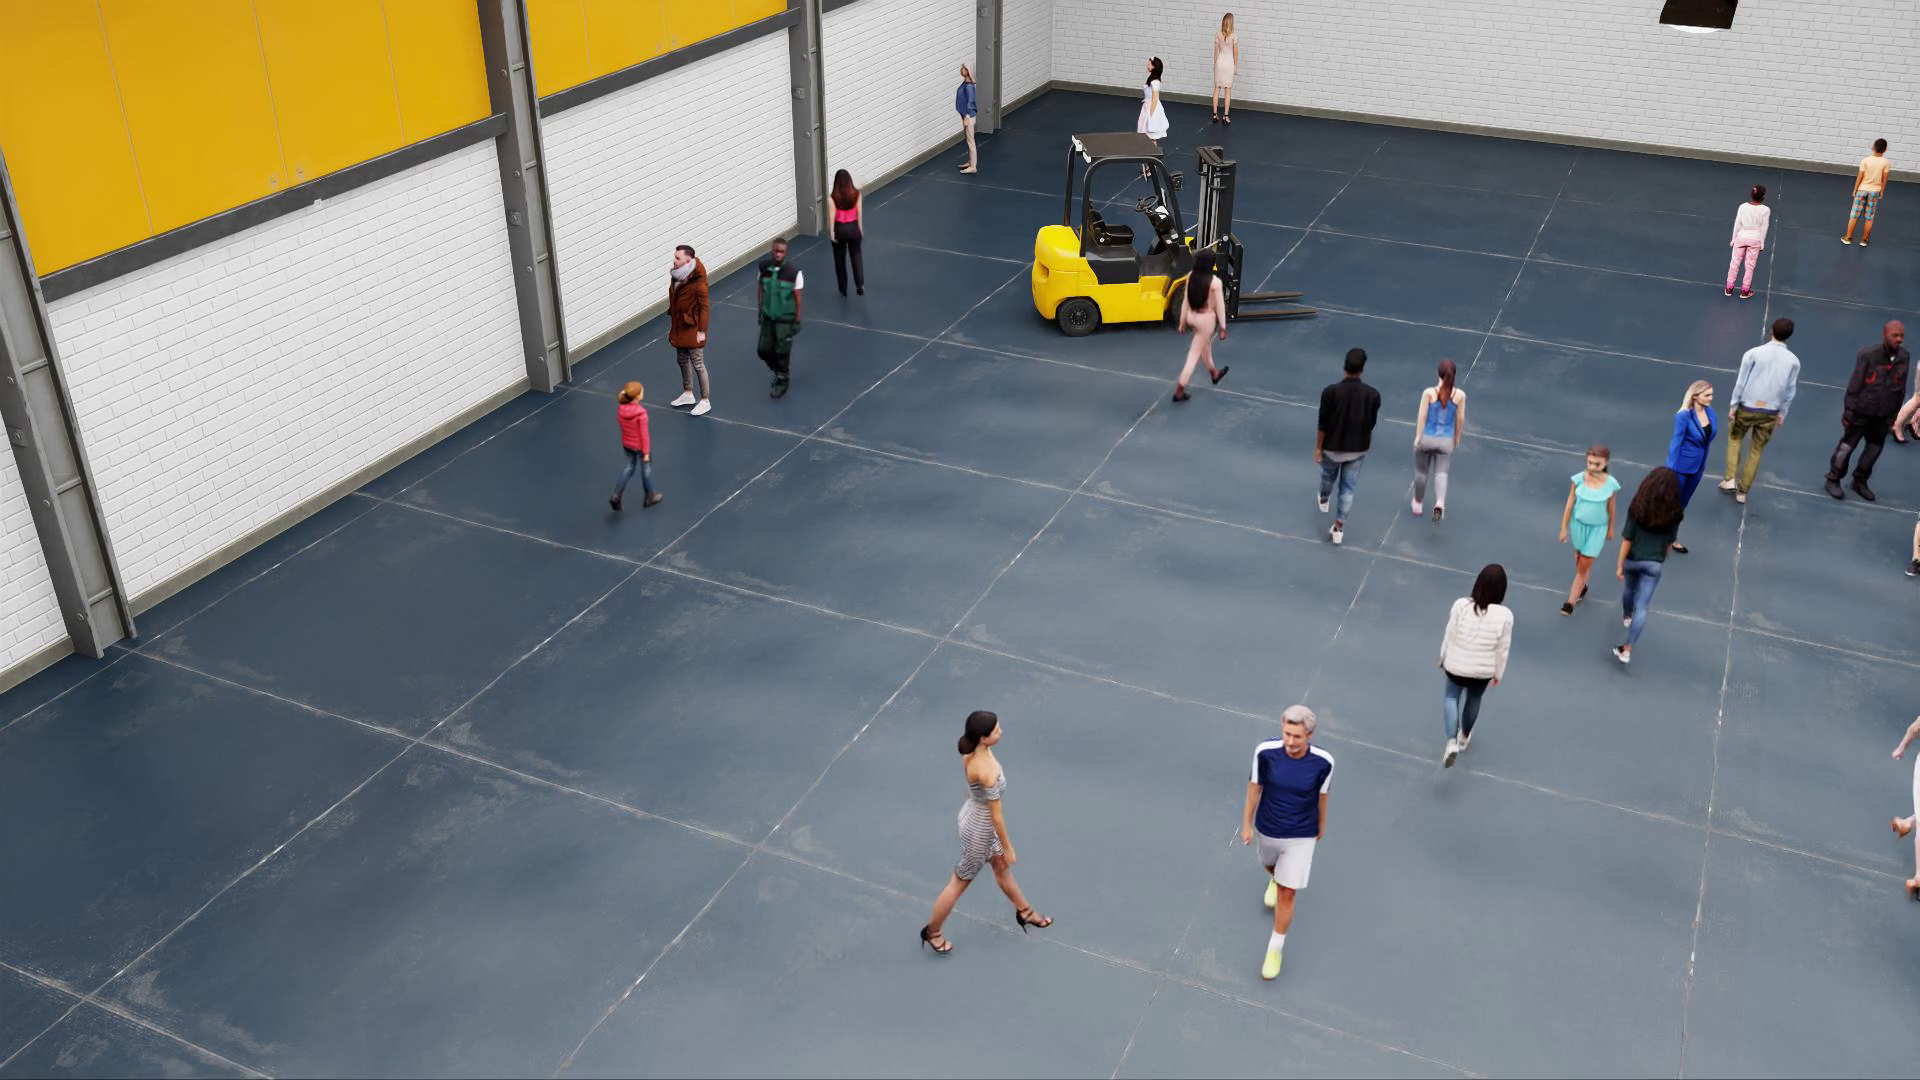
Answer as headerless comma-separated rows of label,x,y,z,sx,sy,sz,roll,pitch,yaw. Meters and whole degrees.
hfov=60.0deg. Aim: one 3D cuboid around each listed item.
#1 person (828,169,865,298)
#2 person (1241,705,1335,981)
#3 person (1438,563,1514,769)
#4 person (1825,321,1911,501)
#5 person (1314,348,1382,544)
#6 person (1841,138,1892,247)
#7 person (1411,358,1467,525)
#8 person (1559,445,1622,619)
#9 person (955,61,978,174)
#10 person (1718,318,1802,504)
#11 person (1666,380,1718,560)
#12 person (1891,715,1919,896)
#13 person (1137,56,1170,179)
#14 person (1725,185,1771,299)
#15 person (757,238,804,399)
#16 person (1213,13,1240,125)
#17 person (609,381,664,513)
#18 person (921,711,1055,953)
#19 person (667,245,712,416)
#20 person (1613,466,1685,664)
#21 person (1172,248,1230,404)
person,-1.382,-3.768,20.618,0.859,1.646,0.933,-8,30,-14
person,2.040,1.741,10.363,0.726,1.794,1.212,10,30,18
person,3.692,0.933,12.033,0.703,1.614,0.961,9,30,16
person,8.669,-1.263,15.853,0.784,1.810,0.774,-1,29,-2
person,3.497,-0.810,15.062,0.879,1.773,1.169,5,29,9
person,12.332,-4.727,22.568,0.527,1.462,0.502,10,30,18
person,4.417,-0.884,15.384,0.756,1.594,0.976,2,29,4
person,5.345,-0.128,14.079,0.682,1.516,1.040,18,33,30
person,0.129,-6.521,25.611,0.769,1.697,0.666,-3,29,-5
person,7.557,-1.192,15.748,0.726,1.786,0.693,8,30,15
person,6.439,-0.641,14.832,0.677,1.697,0.771,-16,32,-26
person,6.342,1.563,10.728,0.763,1.758,1.075,4,29,8
person,2.925,-6.445,25.346,0.879,1.818,0.799,1,29,1
person,9.865,-3.754,20.806,0.589,1.441,0.564,21,35,33
person,-1.909,-2.422,17.970,0.741,1.819,0.716,12,31,20
person,4.475,-7.992,28.169,0.582,1.829,0.519,15,32,25
person,-3.099,-0.854,15.635,0.563,1.302,0.820,17,33,28
person,0.019,1.839,10.203,1.052,1.775,1.122,-3,29,-6
person,-2.870,-2.247,17.626,0.805,1.839,0.822,25,37,38
person,5.490,0.238,13.367,0.659,1.557,1.137,7,29,13
person,2.522,-2.254,17.812,1.232,1.676,0.979,-21,35,-34
